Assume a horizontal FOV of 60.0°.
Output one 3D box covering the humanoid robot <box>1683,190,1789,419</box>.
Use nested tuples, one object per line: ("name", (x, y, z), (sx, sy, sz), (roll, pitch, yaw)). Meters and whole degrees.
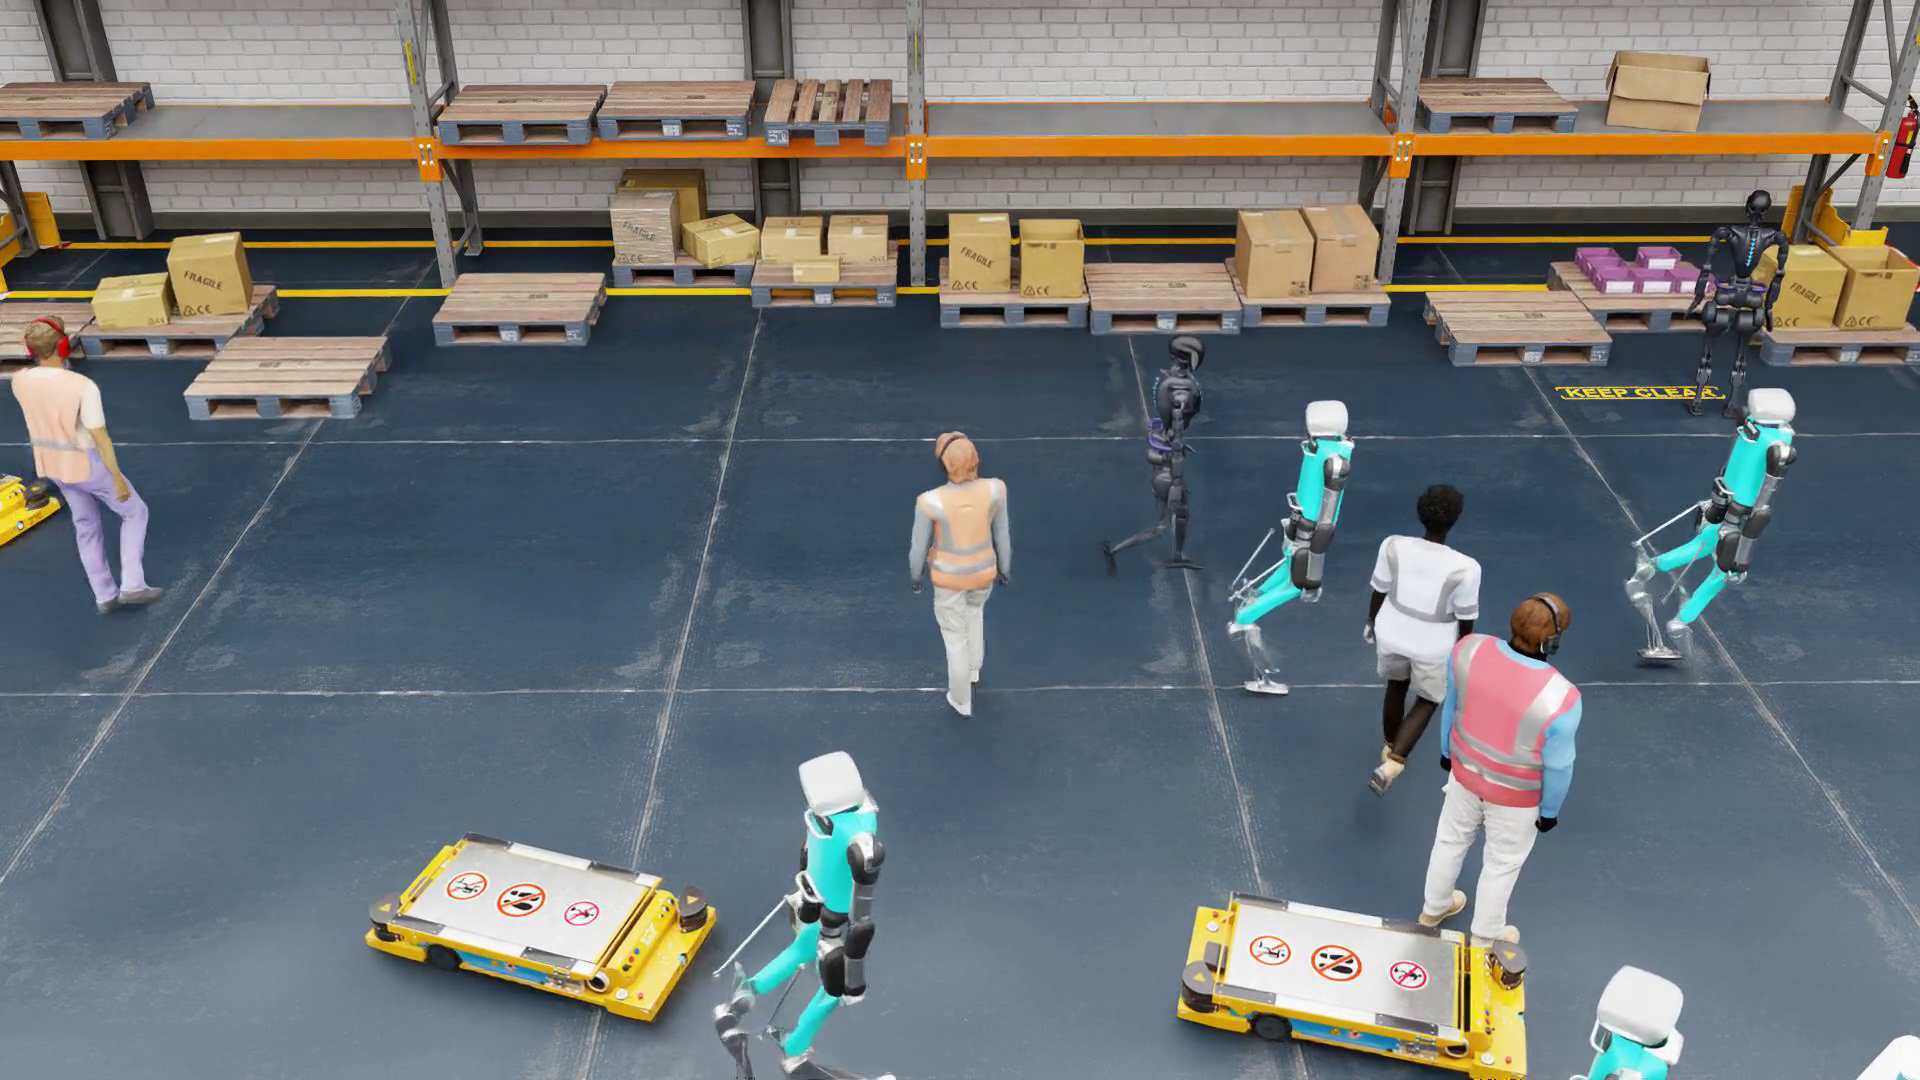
("humanoid robot", (5.496, -1.677, 11.821), (0.599, 1.657, 0.315), (8, 32, 13))

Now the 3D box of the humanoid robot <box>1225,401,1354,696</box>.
("humanoid robot", (1.658, 0.101, 8.819), (0.702, 1.786, 0.530), (0, 31, 0))

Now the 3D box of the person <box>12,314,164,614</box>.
("person", (-5.032, -0.412, 9.574), (0.589, 1.827, 0.478), (9, 32, 15))

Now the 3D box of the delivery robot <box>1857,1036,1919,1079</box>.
("delivery robot", (3.557, 2.271, 6.370), (0.796, 0.612, 0.499), (-23, 38, -33))

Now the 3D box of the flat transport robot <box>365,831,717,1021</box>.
("flat transport robot", (-1.897, 1.726, 7.537), (1.431, 0.231, 0.659), (10, 32, 16))

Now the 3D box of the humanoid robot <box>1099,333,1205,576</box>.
("humanoid robot", (1.192, -0.510, 9.924), (0.664, 1.629, 0.615), (3, 31, 5))

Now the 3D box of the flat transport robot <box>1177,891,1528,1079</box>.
("flat transport robot", (1.704, 1.923, 7.210), (1.431, 0.231, 0.659), (8, 32, 13))

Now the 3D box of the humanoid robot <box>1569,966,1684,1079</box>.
("humanoid robot", (1.918, 2.106, 5.581), (0.670, 1.894, 0.558), (17, 35, 26))

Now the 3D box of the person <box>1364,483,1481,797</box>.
("person", (2.215, 0.522, 8.177), (0.559, 1.669, 0.585), (21, 37, 31))

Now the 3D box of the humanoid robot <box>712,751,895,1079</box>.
("humanoid robot", (-0.689, 1.611, 6.336), (0.858, 1.788, 0.560), (-13, 33, -20))

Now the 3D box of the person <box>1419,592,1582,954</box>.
("person", (2.344, 1.021, 7.201), (0.431, 1.836, 0.628), (-22, 38, -32))

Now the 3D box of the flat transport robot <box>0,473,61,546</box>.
("flat transport robot", (-6.674, -0.233, 10.798), (1.431, 0.231, 0.659), (10, 32, 16))

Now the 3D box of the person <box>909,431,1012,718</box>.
("person", (-0.017, 0.157, 8.830), (0.541, 1.615, 0.588), (-11, 33, -18))

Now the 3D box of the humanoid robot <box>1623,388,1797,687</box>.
("humanoid robot", (3.942, 0.032, 8.983), (0.749, 1.839, 0.545), (1, 31, 1))
